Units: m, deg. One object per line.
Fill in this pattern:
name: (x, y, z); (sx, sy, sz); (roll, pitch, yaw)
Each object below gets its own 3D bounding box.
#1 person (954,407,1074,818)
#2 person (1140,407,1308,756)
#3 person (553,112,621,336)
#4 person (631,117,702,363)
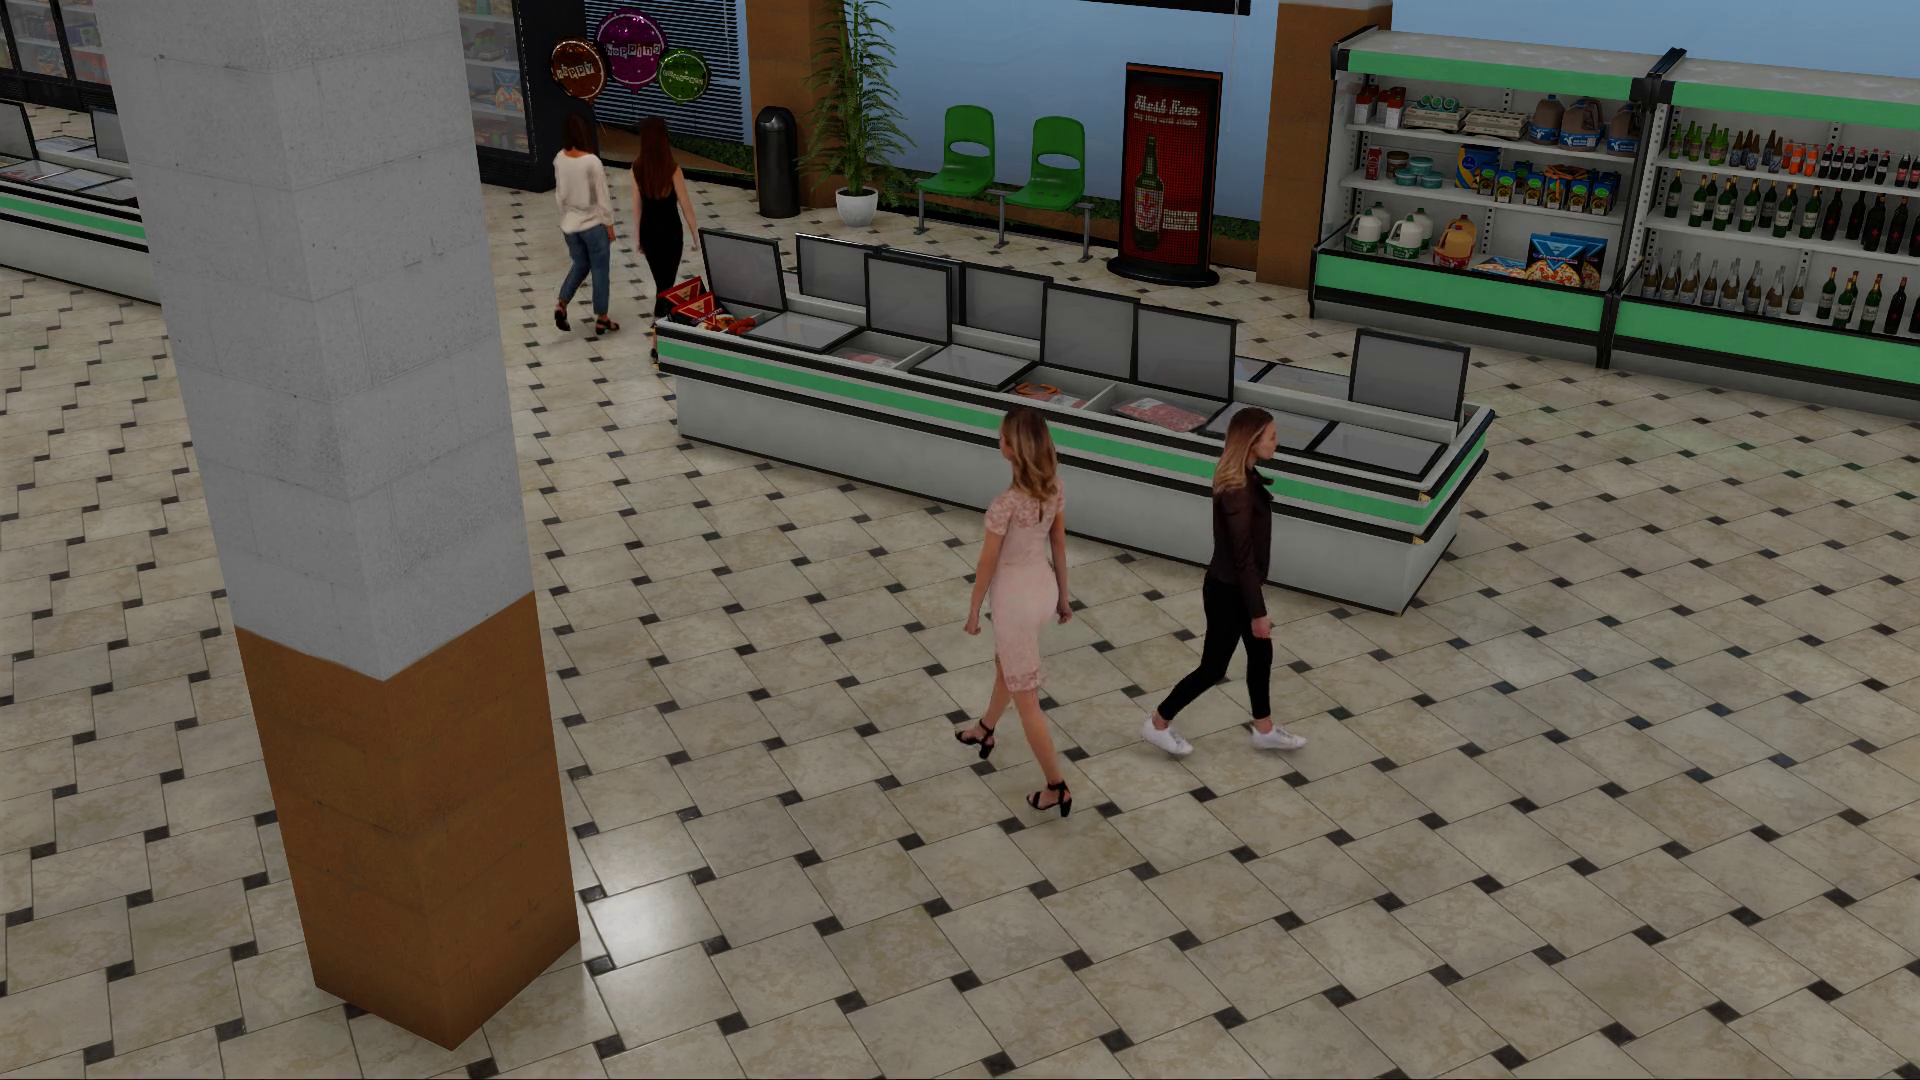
person: (0.309, 0.350, 6.894); (0.776, 1.787, 1.071); (-24, 35, -39)
person: (1.122, 0.238, 7.235); (1.049, 1.678, 0.793); (6, 28, 12)
person: (-2.794, -2.275, 12.200); (0.711, 1.670, 0.689); (16, 31, 28)
person: (-2.162, -2.106, 11.846); (1.002, 1.690, 0.751); (10, 28, 18)
